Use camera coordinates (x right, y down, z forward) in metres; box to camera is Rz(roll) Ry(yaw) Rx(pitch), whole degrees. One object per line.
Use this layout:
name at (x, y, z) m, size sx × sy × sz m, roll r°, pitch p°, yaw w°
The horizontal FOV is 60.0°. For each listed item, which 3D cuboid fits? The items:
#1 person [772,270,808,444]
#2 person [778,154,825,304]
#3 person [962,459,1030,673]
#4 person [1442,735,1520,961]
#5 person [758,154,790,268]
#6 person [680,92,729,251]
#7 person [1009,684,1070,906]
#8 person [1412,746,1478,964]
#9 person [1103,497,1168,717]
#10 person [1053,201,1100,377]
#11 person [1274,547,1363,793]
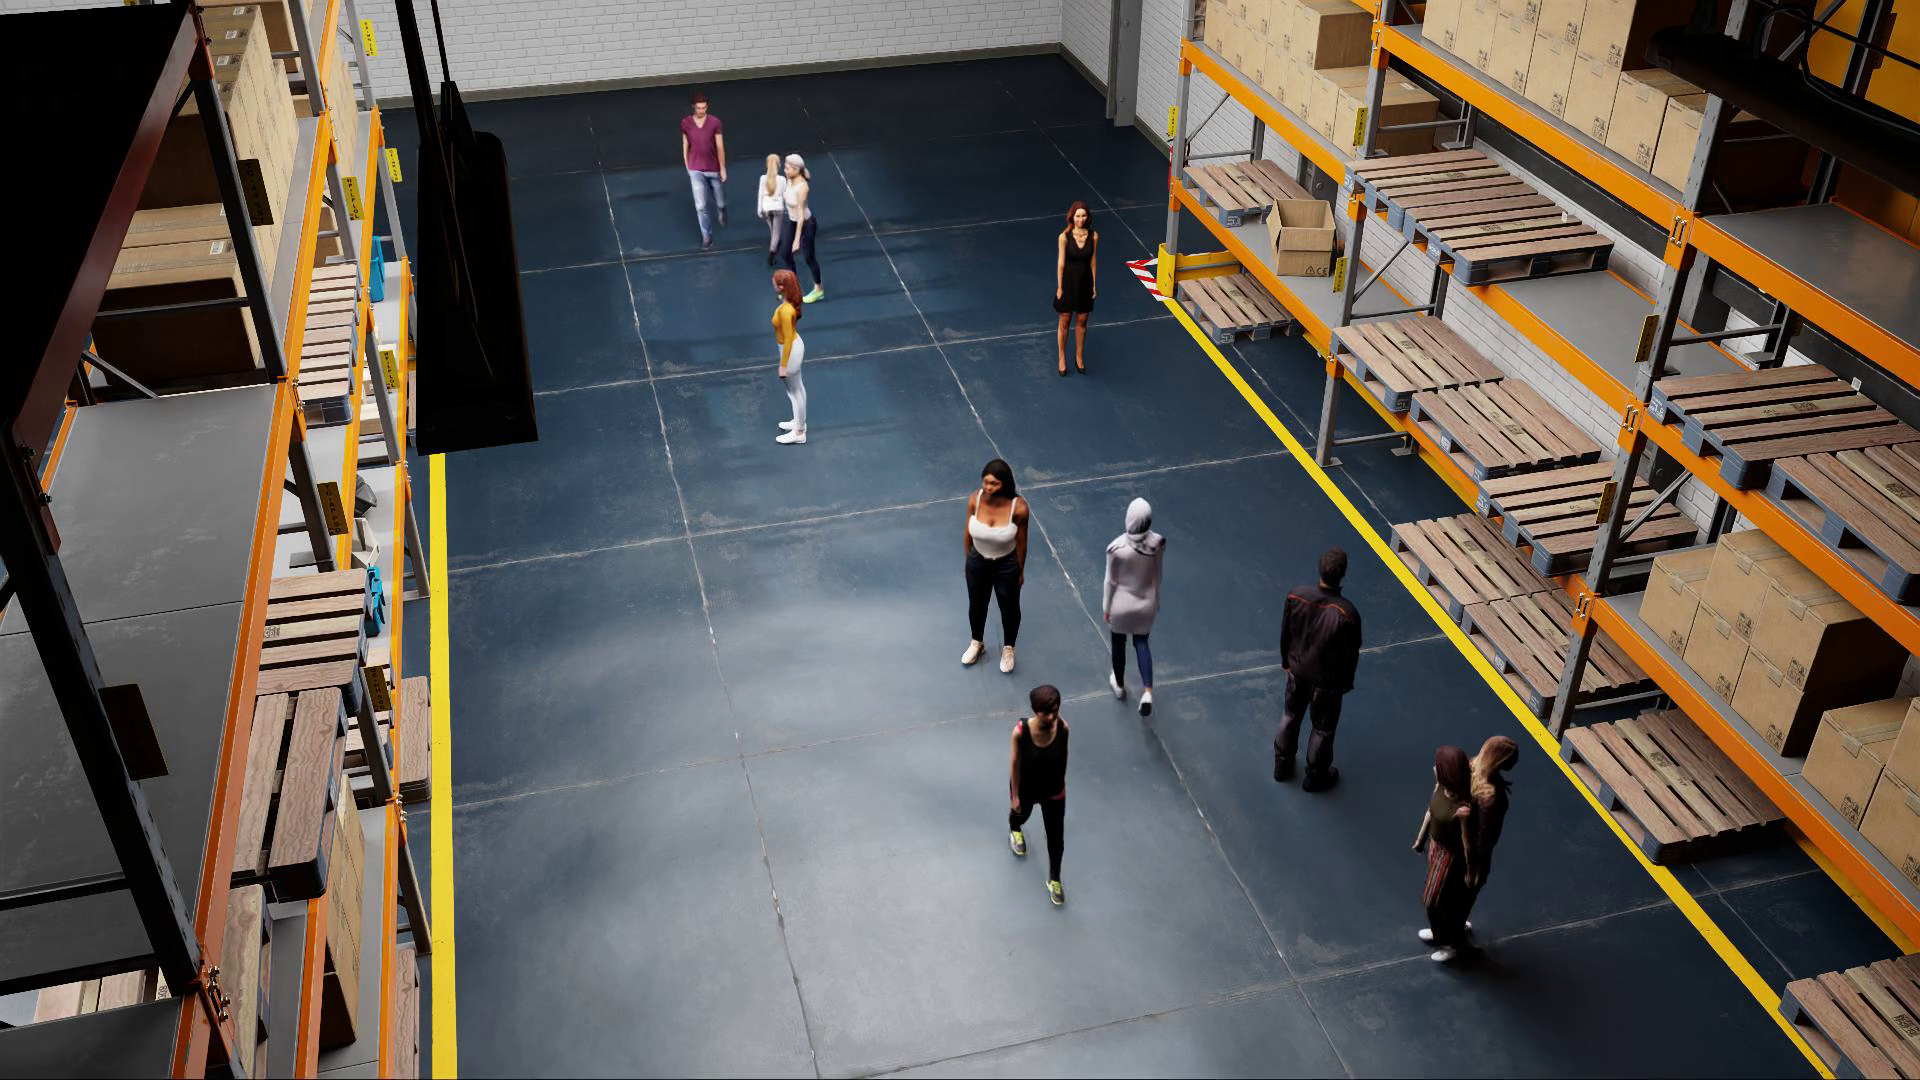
person at (-1.564, -1.718, 15.445) m, size 0.719 × 1.755 × 0.599 m, roll 2°, pitch 34°, yaw 4°
person at (-1.624, -3.380, 18.003) m, size 0.747 × 1.690 × 0.719 m, roll -16°, pitch 37°, yaw -23°
person at (0.263, 0.177, 12.544) m, size 0.749 × 1.809 × 0.779 m, roll 11°, pitch 35°, yaw 15°
person at (3.106, 1.840, 10.139) m, size 0.735 × 1.703 × 0.575 m, roll 1°, pitch 34°, yaw 2°
person at (-2.134, -3.711, 18.901) m, size 0.769 × 1.248 × 0.924 m, roll 8°, pitch 34°, yaw 11°
person at (-2.944, -4.343, 19.336) m, size 0.863 × 1.818 × 1.141 m, roll 1°, pitch 34°, yaw 1°
person at (0.473, 1.544, 10.746) m, size 0.608 × 1.524 × 0.983 m, roll -5°, pitch 34°, yaw -7°
person at (3.039, 1.932, 10.164) m, size 0.697 × 1.521 × 0.562 m, roll -12°, pitch 35°, yaw -17°
person at (1.267, 0.532, 12.057) m, size 0.648 × 1.759 × 0.944 m, roll -6°, pitch 34°, yaw -9°
person at (1.153, -2.492, 16.537) m, size 0.582 × 1.835 × 0.523 m, roll -7°, pitch 34°, yaw -10°
person at (2.433, 0.879, 11.367) m, size 0.759 × 1.944 × 0.852 m, roll 23°, pitch 40°, yaw 30°
